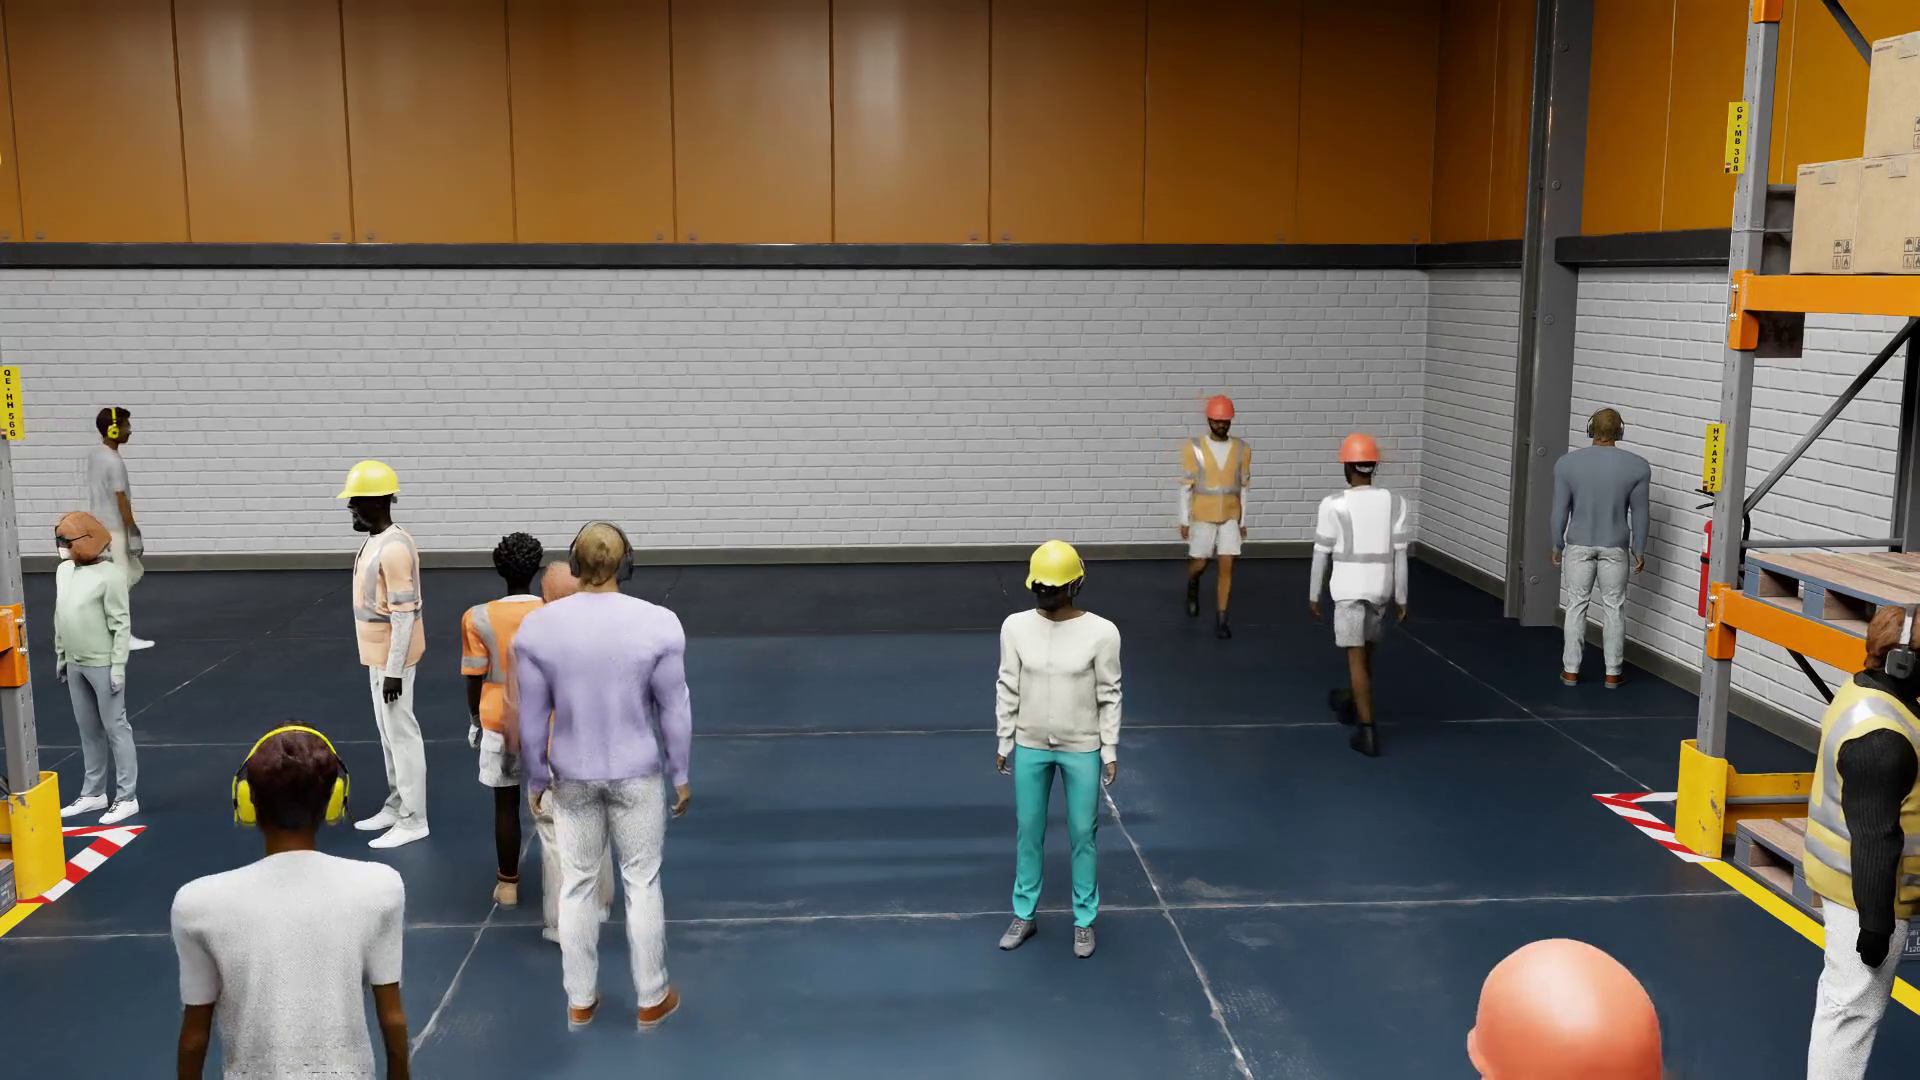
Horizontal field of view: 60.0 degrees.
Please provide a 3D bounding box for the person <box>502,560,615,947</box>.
[{"bbox_3d":[-1.678,0.899,7.122,0.524,1.641,0.360,-4,10,-26],"label":"person"}]

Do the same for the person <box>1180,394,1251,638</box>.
[{"bbox_3d":[2.009,-0.214,13.203,0.552,1.917,0.740,-1,9,-3],"label":"person"}]

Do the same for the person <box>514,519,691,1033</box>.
[{"bbox_3d":[-1.319,0.884,6.227,0.635,1.937,0.351,0,9,-2],"label":"person"}]

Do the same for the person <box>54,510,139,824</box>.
[{"bbox_3d":[-4.504,0.654,8.629,0.498,1.631,0.279,4,10,26],"label":"person"}]

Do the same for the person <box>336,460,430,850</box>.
[{"bbox_3d":[-2.861,0.563,8.280,0.368,1.927,0.589,-5,10,-29],"label":"person"}]

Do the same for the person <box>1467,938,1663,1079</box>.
[{"bbox_3d":[0.816,1.522,2.147,0.631,1.973,0.772,-1,9,-9],"label":"person"}]

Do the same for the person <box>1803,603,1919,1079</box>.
[{"bbox_3d":[2.888,1.098,5.233,0.431,1.836,0.619,5,10,27],"label":"person"}]

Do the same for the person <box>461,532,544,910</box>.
[{"bbox_3d":[-1.947,0.810,7.448,0.536,1.696,0.322,-3,10,-18],"label":"person"}]

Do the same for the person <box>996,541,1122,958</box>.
[{"bbox_3d":[0.401,0.867,6.901,0.529,1.759,0.335,3,9,17],"label":"person"}]

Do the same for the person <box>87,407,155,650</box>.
[{"bbox_3d":[-6.304,-0.074,12.500,0.386,1.855,0.571,-8,12,-42],"label":"person"}]

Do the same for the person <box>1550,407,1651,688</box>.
[{"bbox_3d":[4.388,0.054,11.439,0.638,1.938,0.356,3,10,20],"label":"person"}]

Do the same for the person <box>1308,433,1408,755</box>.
[{"bbox_3d":[2.412,0.296,10.131,0.553,1.875,1.021,-2,9,-10],"label":"person"}]

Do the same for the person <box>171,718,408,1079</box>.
[{"bbox_3d":[-1.485,1.328,3.749,0.523,1.843,0.731,-6,11,-34],"label":"person"}]
